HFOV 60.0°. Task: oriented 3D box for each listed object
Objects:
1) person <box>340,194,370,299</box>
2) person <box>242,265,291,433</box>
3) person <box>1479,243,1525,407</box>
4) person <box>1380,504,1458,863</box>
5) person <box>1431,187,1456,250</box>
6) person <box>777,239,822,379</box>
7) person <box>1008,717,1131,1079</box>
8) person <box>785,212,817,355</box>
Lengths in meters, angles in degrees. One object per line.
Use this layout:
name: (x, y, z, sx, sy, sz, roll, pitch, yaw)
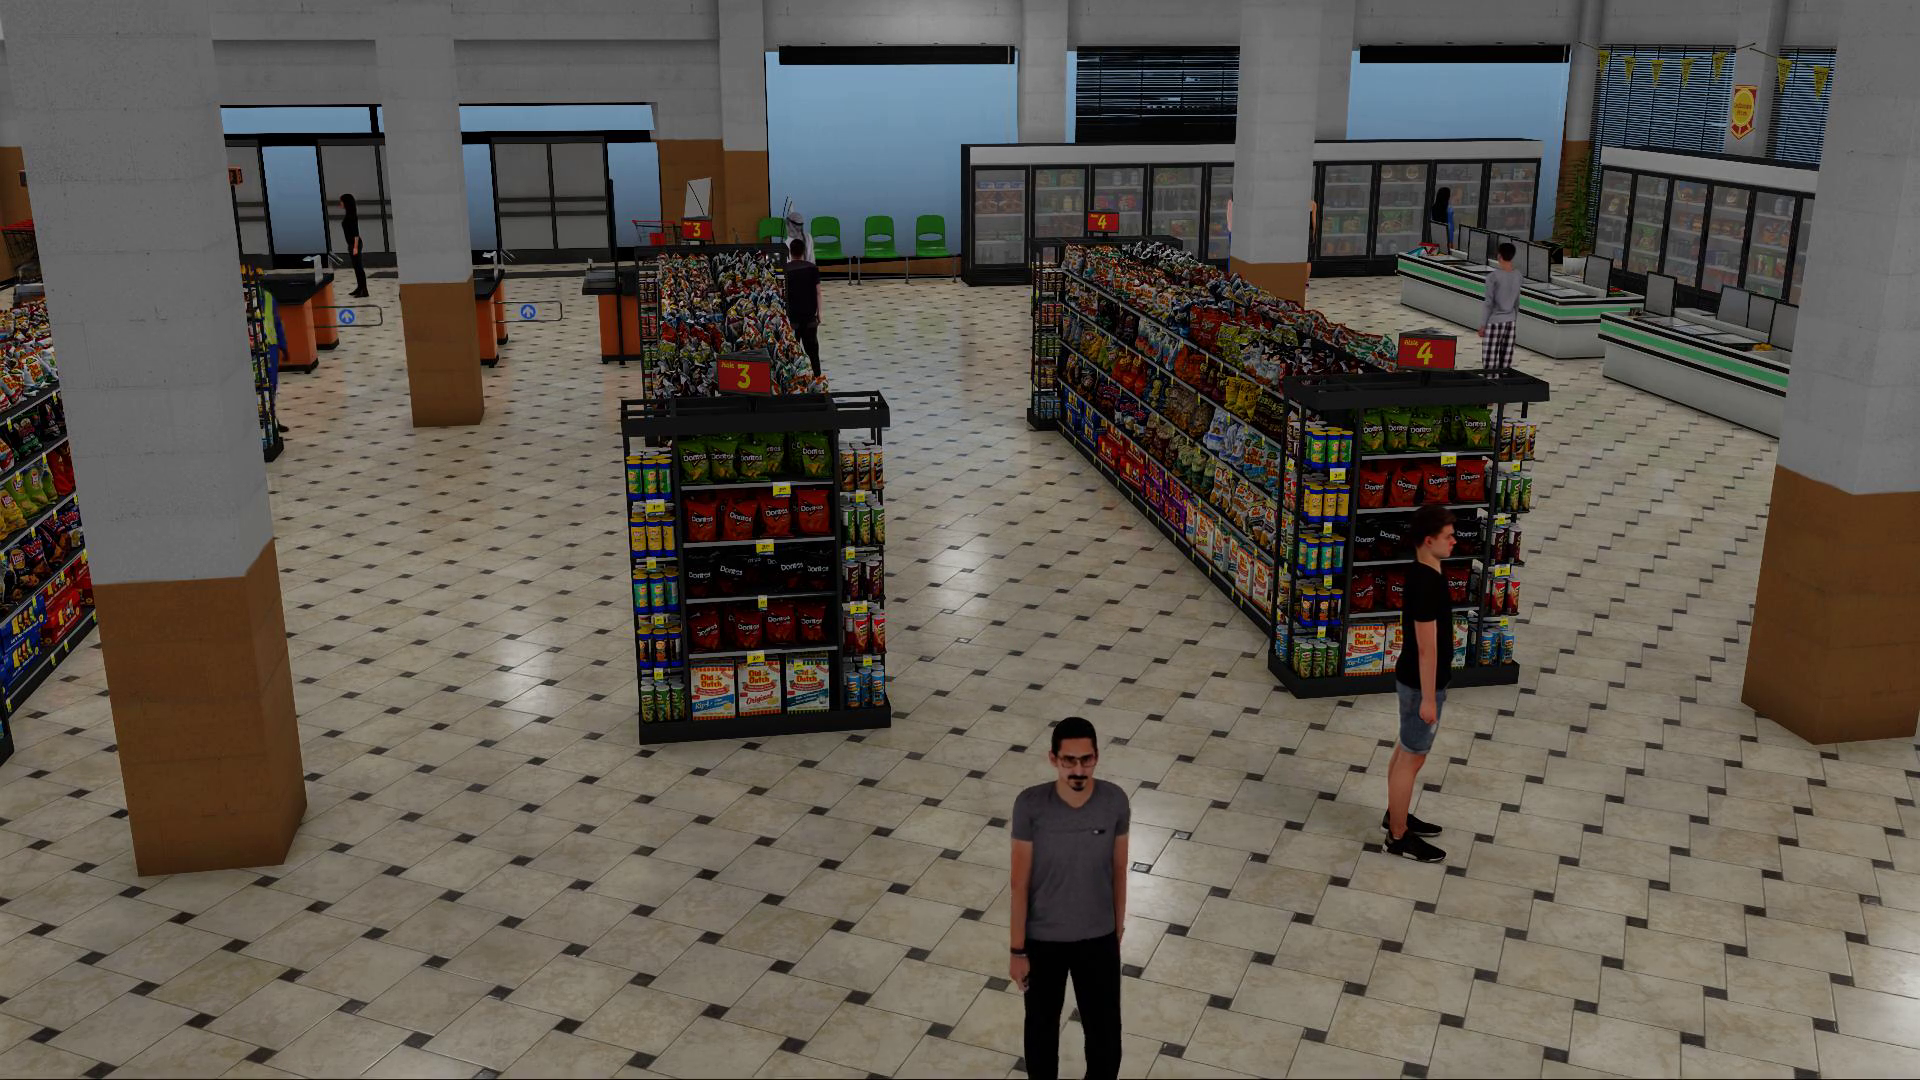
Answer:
person: (-9.769, -4.756, 26.840, 0.717, 1.641, 0.576, -10, 20, -31)
person: (-7.426, -2.014, 17.526, 0.862, 1.804, 0.777, 6, 18, 18)
person: (6.142, -2.451, 18.892, 0.651, 1.847, 0.571, -5, 18, -17)
person: (2.347, 0.707, 8.493, 0.802, 1.847, 0.639, 4, 17, 12)
person: (7.864, -4.911, 27.226, 0.737, 1.712, 0.586, -10, 19, -29)
person: (-1.862, -2.566, 19.275, 0.746, 1.845, 0.633, -6, 18, -18)
person: (0.392, 1.443, 6.253, 0.642, 1.741, 0.668, -1, 17, -3)
person: (-2.072, -3.243, 21.366, 0.879, 1.926, 0.807, 10, 20, 30)
